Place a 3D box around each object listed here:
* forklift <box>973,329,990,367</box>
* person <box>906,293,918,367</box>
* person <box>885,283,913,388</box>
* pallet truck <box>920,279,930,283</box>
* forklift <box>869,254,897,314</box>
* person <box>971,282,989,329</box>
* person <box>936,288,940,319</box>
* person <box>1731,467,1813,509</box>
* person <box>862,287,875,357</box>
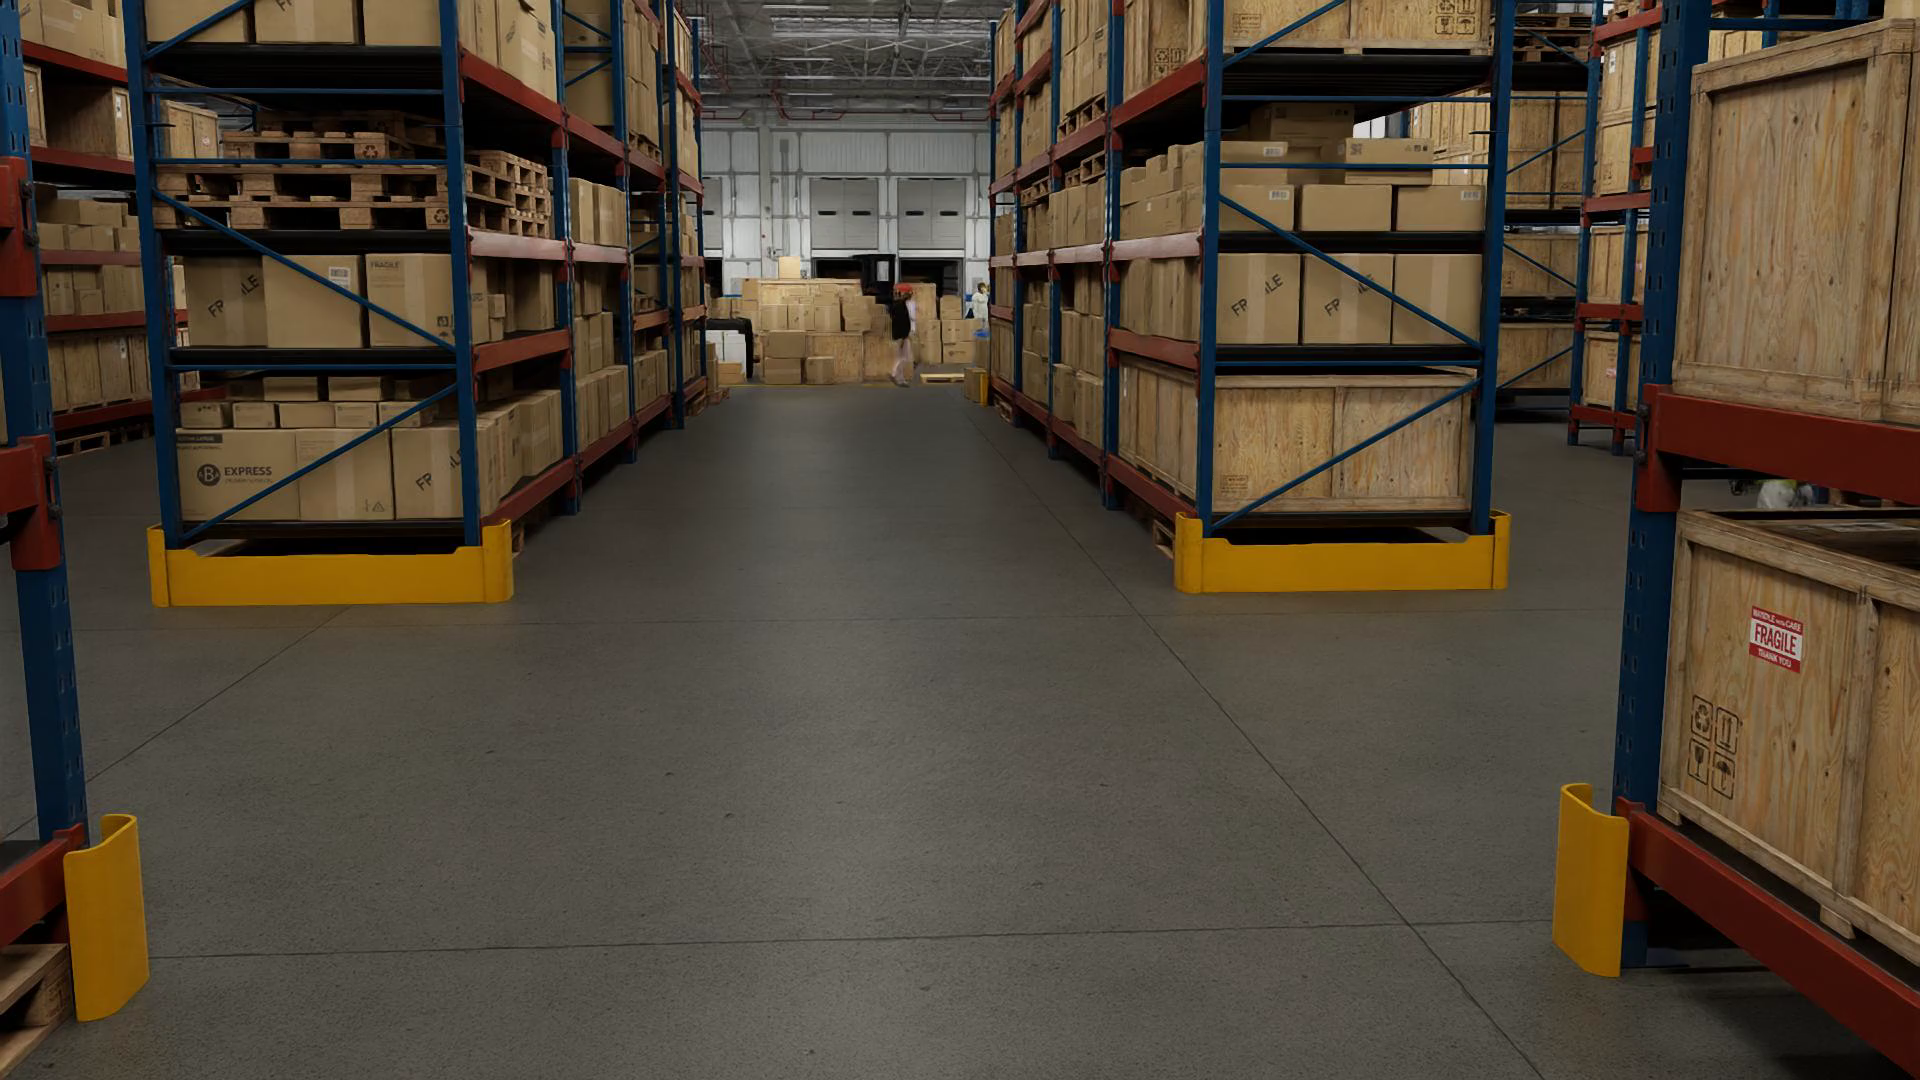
[{"bbox_3d":[1.196,-4.174,30.542,1.873,2.768,1.129,-1,9,-4],"label":"forklift"},{"bbox_3d":[-1.133,-4.511,35.653,0.441,1.922,0.553,5,11,30],"label":"person"},{"bbox_3d":[-1.110,-3.812,31.118,0.508,1.972,0.614,-3,9,-16],"label":"person"},{"bbox_3d":[-0.932,-8.922,63.114,1.885,1.965,0.823,2,9,13],"label":"pallet truck"},{"bbox_3d":[-2.577,-8.193,55.775,1.129,2.768,1.873,-7,11,-38],"label":"forklift"},{"bbox_3d":[0.558,-5.875,44.172,0.372,1.940,0.631,6,11,34],"label":"person"},{"bbox_3d":[-0.881,-7.979,58.178,0.542,1.678,0.476,8,12,41],"label":"person"},{"bbox_3d":[5.092,-0.386,10.559,0.874,1.649,0.550,-1,9,-5],"label":"person"},{"bbox_3d":[-2.055,-4.851,38.039,0.429,1.845,0.621,-4,10,-25],"label":"person"}]
